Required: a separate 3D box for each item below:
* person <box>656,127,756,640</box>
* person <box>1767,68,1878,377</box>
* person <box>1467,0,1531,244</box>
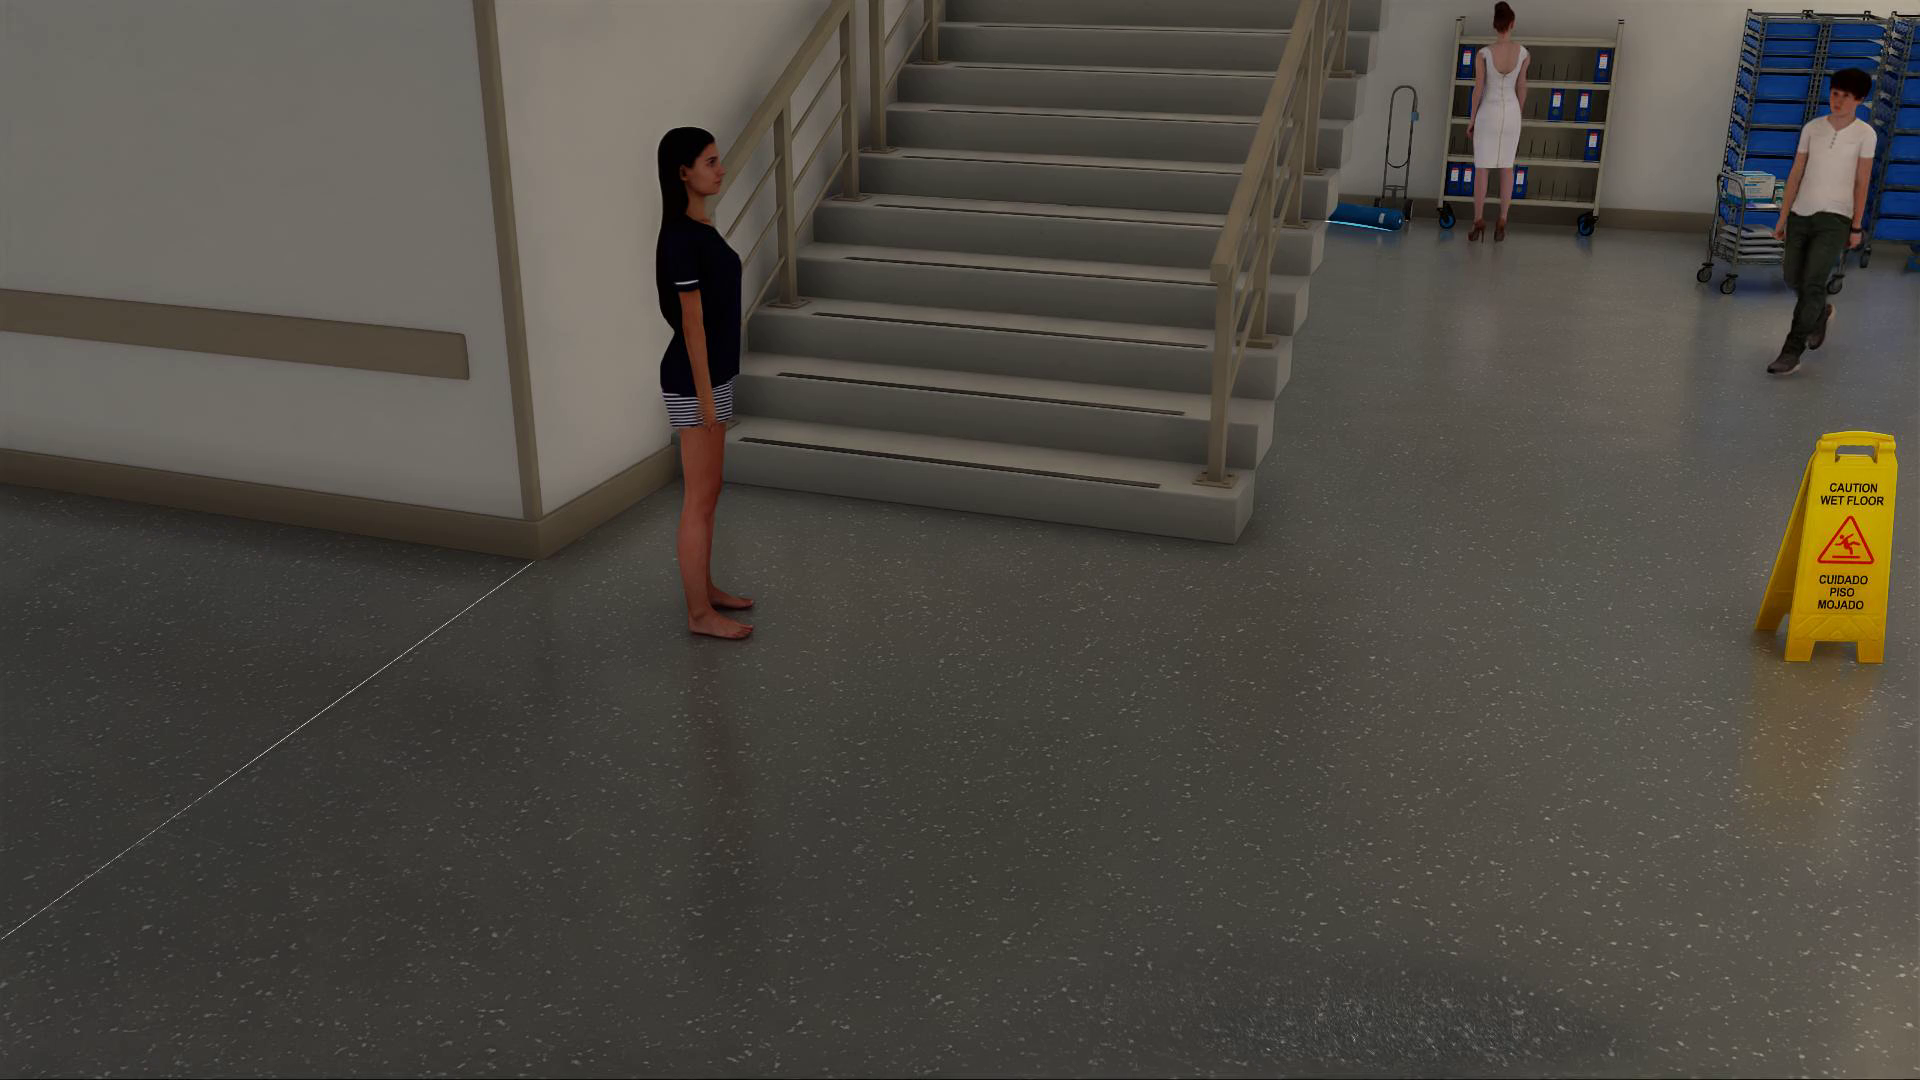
[{"bbox_3d":[-0.913,-0.537,5.795,0.703,1.767,0.582,-1,21,-3],"label":"person"},{"bbox_3d":[4.793,-1.762,9.221,1.144,1.631,0.903,-18,27,-40],"label":"person"},{"bbox_3d":[4.117,-3.190,12.761,0.613,1.794,0.562,2,21,5],"label":"person"}]
